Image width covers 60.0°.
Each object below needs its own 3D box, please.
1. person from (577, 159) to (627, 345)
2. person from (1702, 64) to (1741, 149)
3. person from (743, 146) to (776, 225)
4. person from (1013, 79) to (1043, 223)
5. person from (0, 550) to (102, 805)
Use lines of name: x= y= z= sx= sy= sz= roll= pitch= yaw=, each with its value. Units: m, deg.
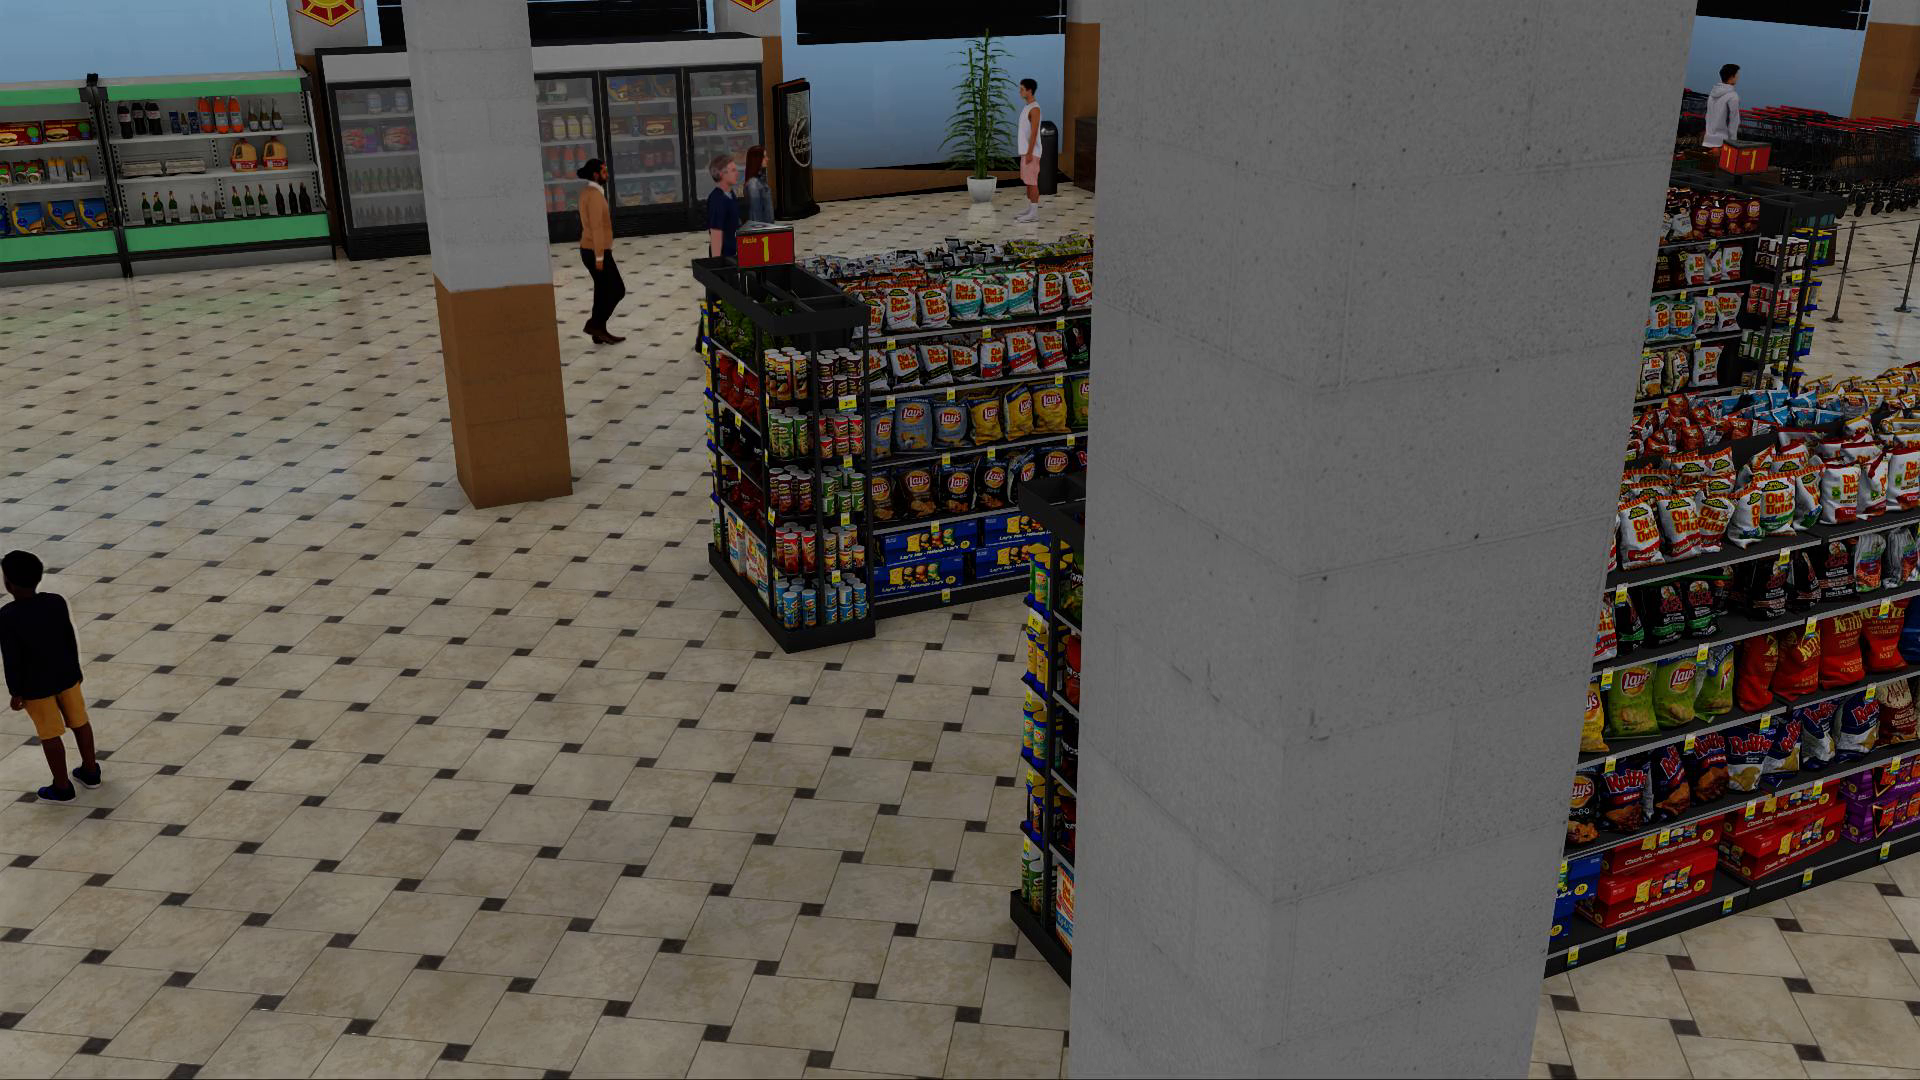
person: x=-3.450 y=-2.652 z=15.488 sx=0.665 sy=1.742 sz=0.694 roll=-7 pitch=23 yaw=-17
person: x=9.782 y=-5.162 z=21.481 sx=0.619 sy=1.931 sz=0.694 roll=-7 pitch=23 yaw=-18
person: x=-2.018 y=-3.071 z=16.584 sx=0.643 sy=1.702 sz=0.683 roll=-2 pitch=22 yaw=-4
person: x=0.903 y=-4.966 z=21.187 sx=0.683 sy=1.785 sz=0.707 roll=-2 pitch=22 yaw=-6
person: x=-4.350 y=0.643 z=7.919 sx=0.673 sy=1.270 sz=0.602 roll=11 pitch=24 yaw=26
